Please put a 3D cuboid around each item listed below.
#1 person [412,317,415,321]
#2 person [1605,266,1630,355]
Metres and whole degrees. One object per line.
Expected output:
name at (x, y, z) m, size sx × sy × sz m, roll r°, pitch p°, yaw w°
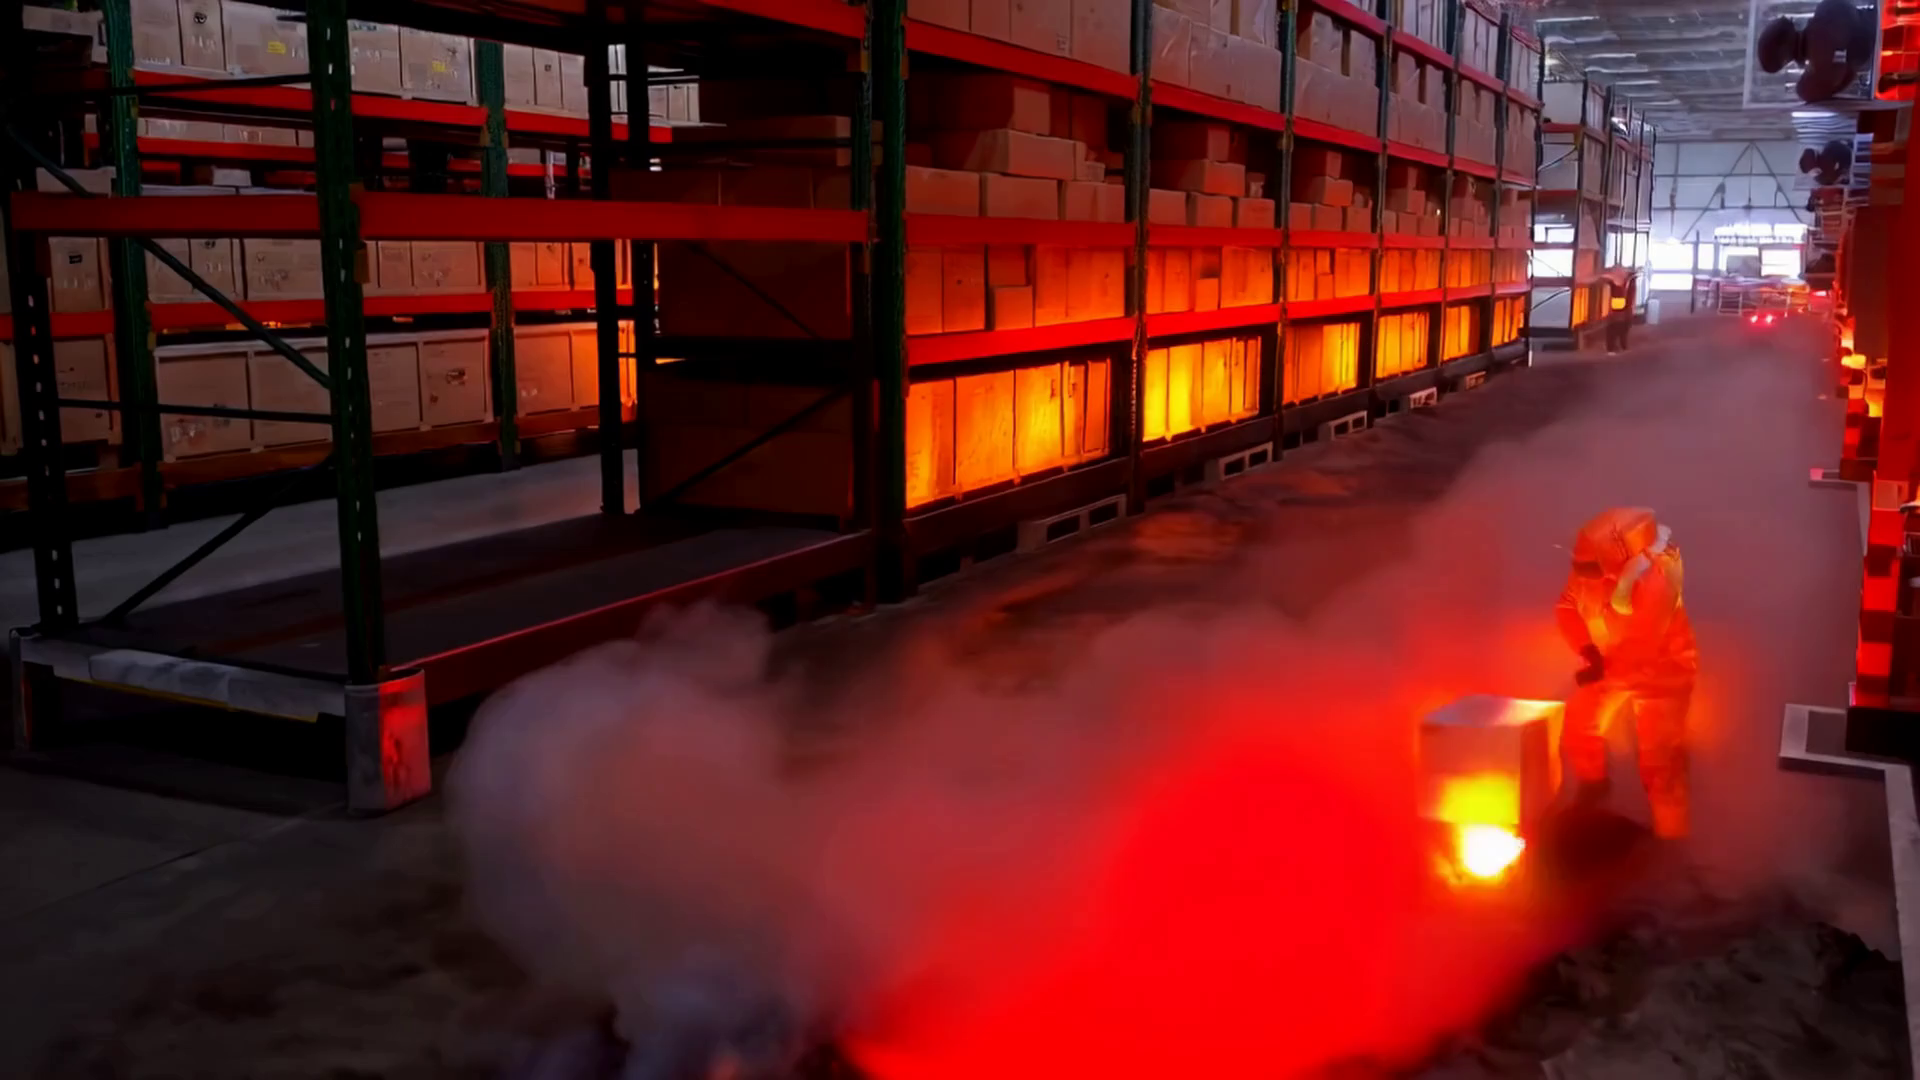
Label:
person at (-9.955, -4.052, 31.026) m, size 0.526 × 1.769 × 0.330 m, roll -3°, pitch 10°, yaw -17°
person at (14.045, -4.885, 35.462) m, size 0.610 × 1.898 × 0.533 m, roll -4°, pitch 11°, yaw -23°
